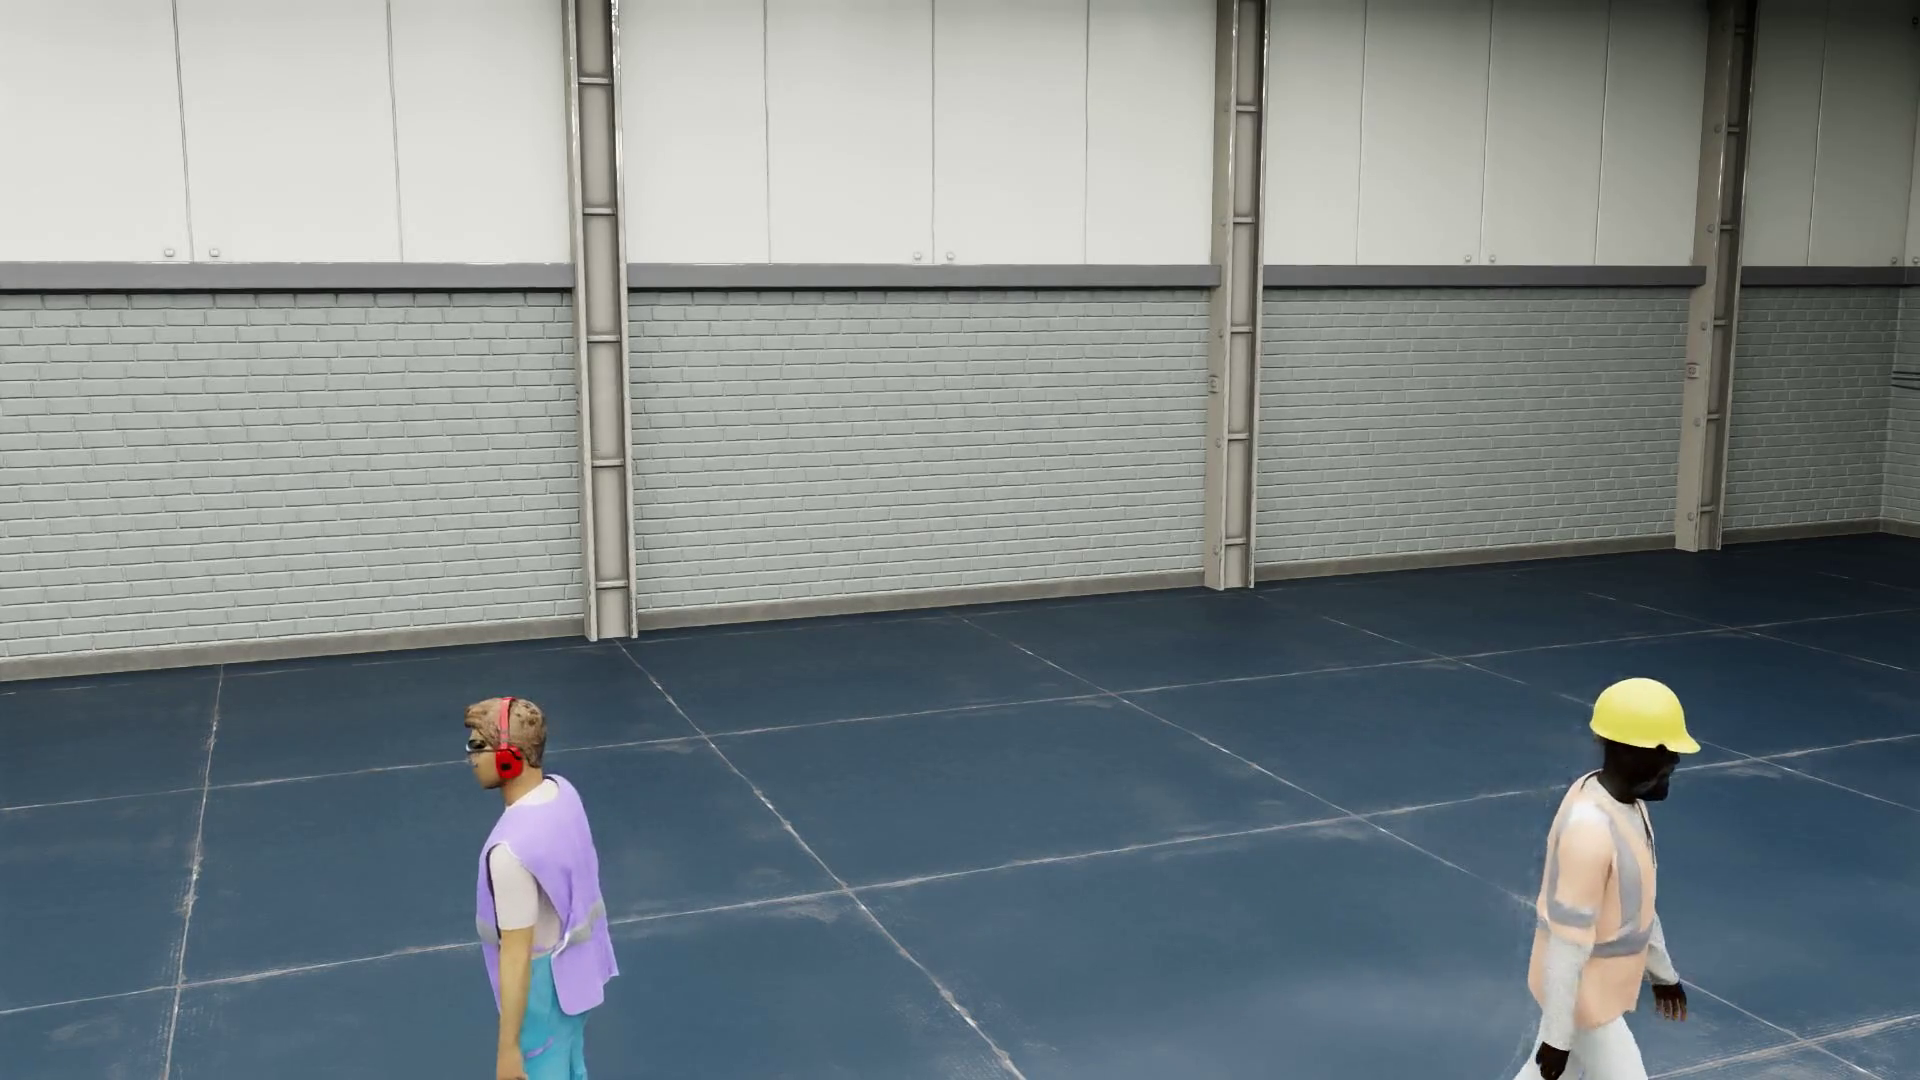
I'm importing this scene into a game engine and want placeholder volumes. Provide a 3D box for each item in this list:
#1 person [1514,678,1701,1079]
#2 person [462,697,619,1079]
[{"bbox_3d":[1.963,1.325,4.873,0.938,1.880,0.611,4,10,24],"label":"person"},{"bbox_3d":[-1.221,1.355,4.890,0.403,1.831,0.579,0,9,1],"label":"person"}]
